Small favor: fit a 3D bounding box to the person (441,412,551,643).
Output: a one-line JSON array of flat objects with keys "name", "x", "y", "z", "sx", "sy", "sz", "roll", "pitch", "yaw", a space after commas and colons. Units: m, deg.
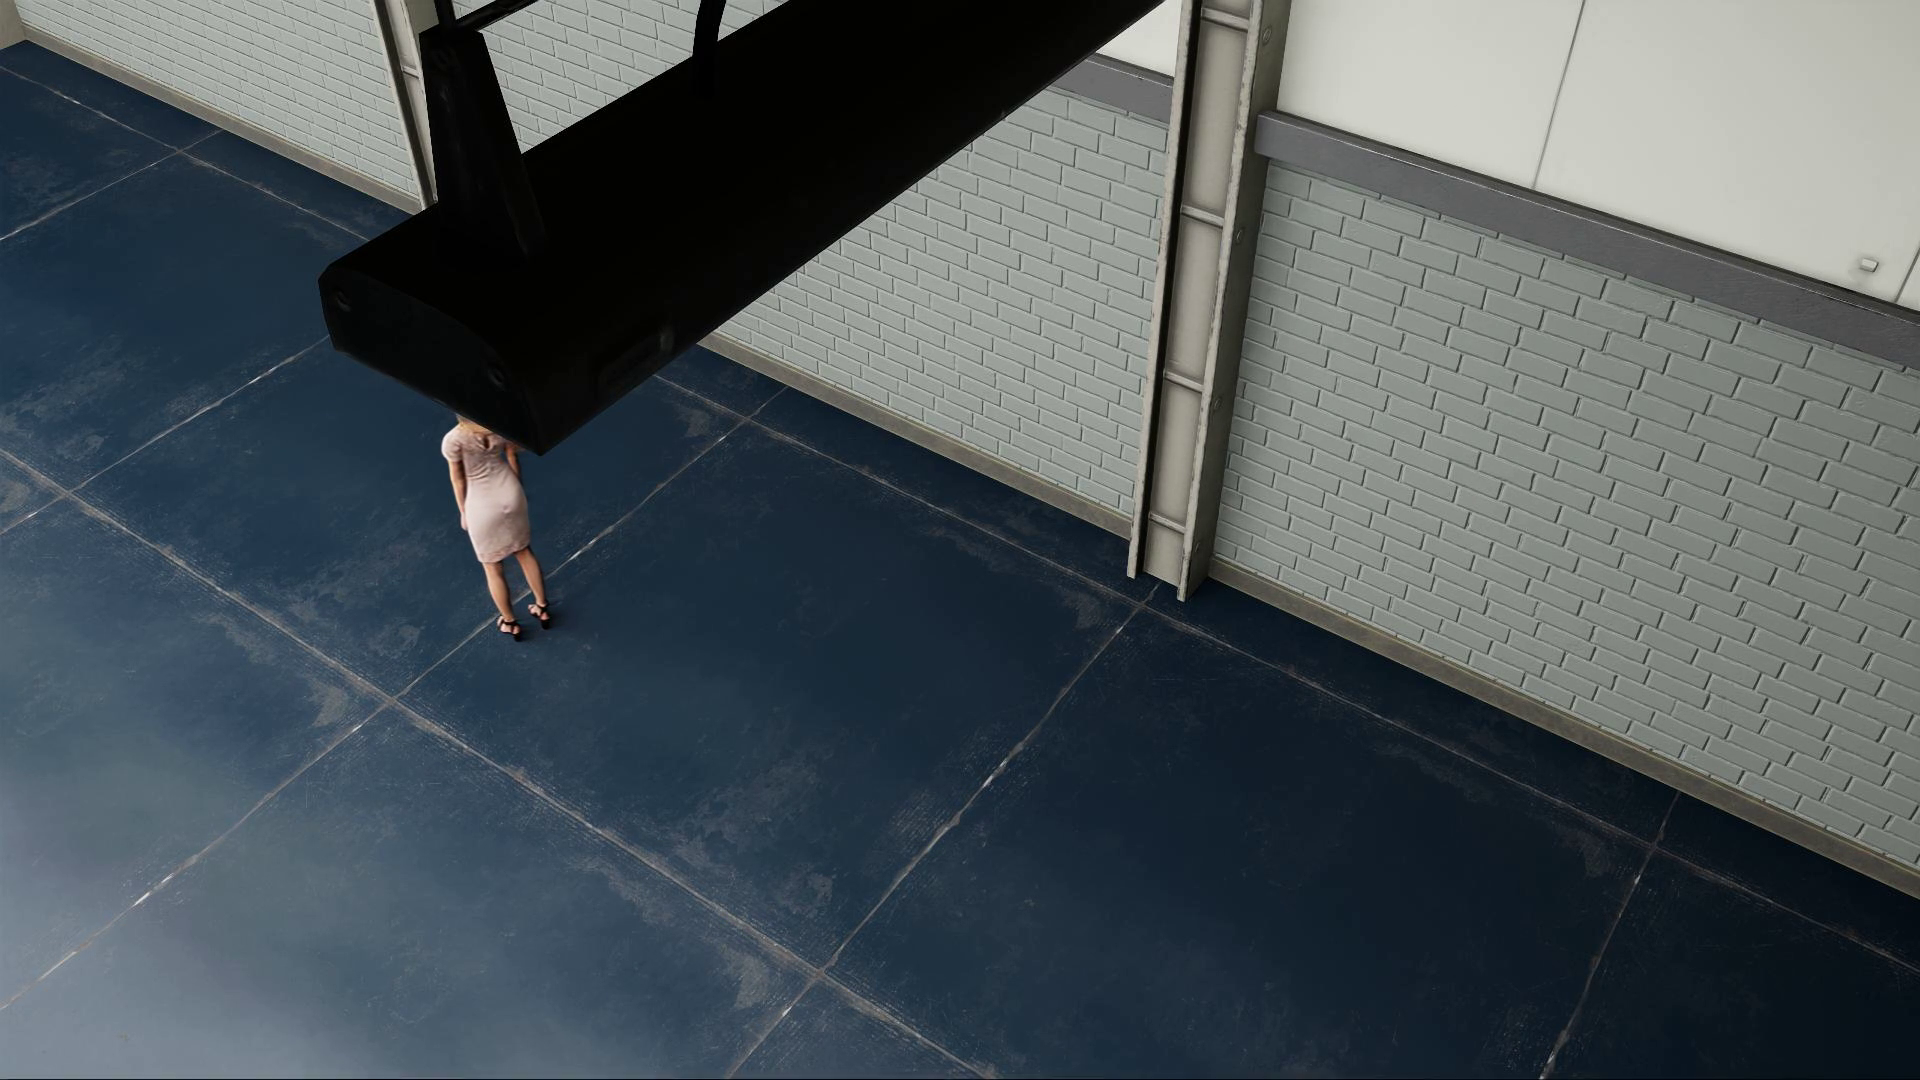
[{"name": "person", "x": -2.493, "y": -0.171, "z": 8.922, "sx": 0.559, "sy": 1.828, "sz": 0.591, "roll": 33, "pitch": 52, "yaw": 31}]
